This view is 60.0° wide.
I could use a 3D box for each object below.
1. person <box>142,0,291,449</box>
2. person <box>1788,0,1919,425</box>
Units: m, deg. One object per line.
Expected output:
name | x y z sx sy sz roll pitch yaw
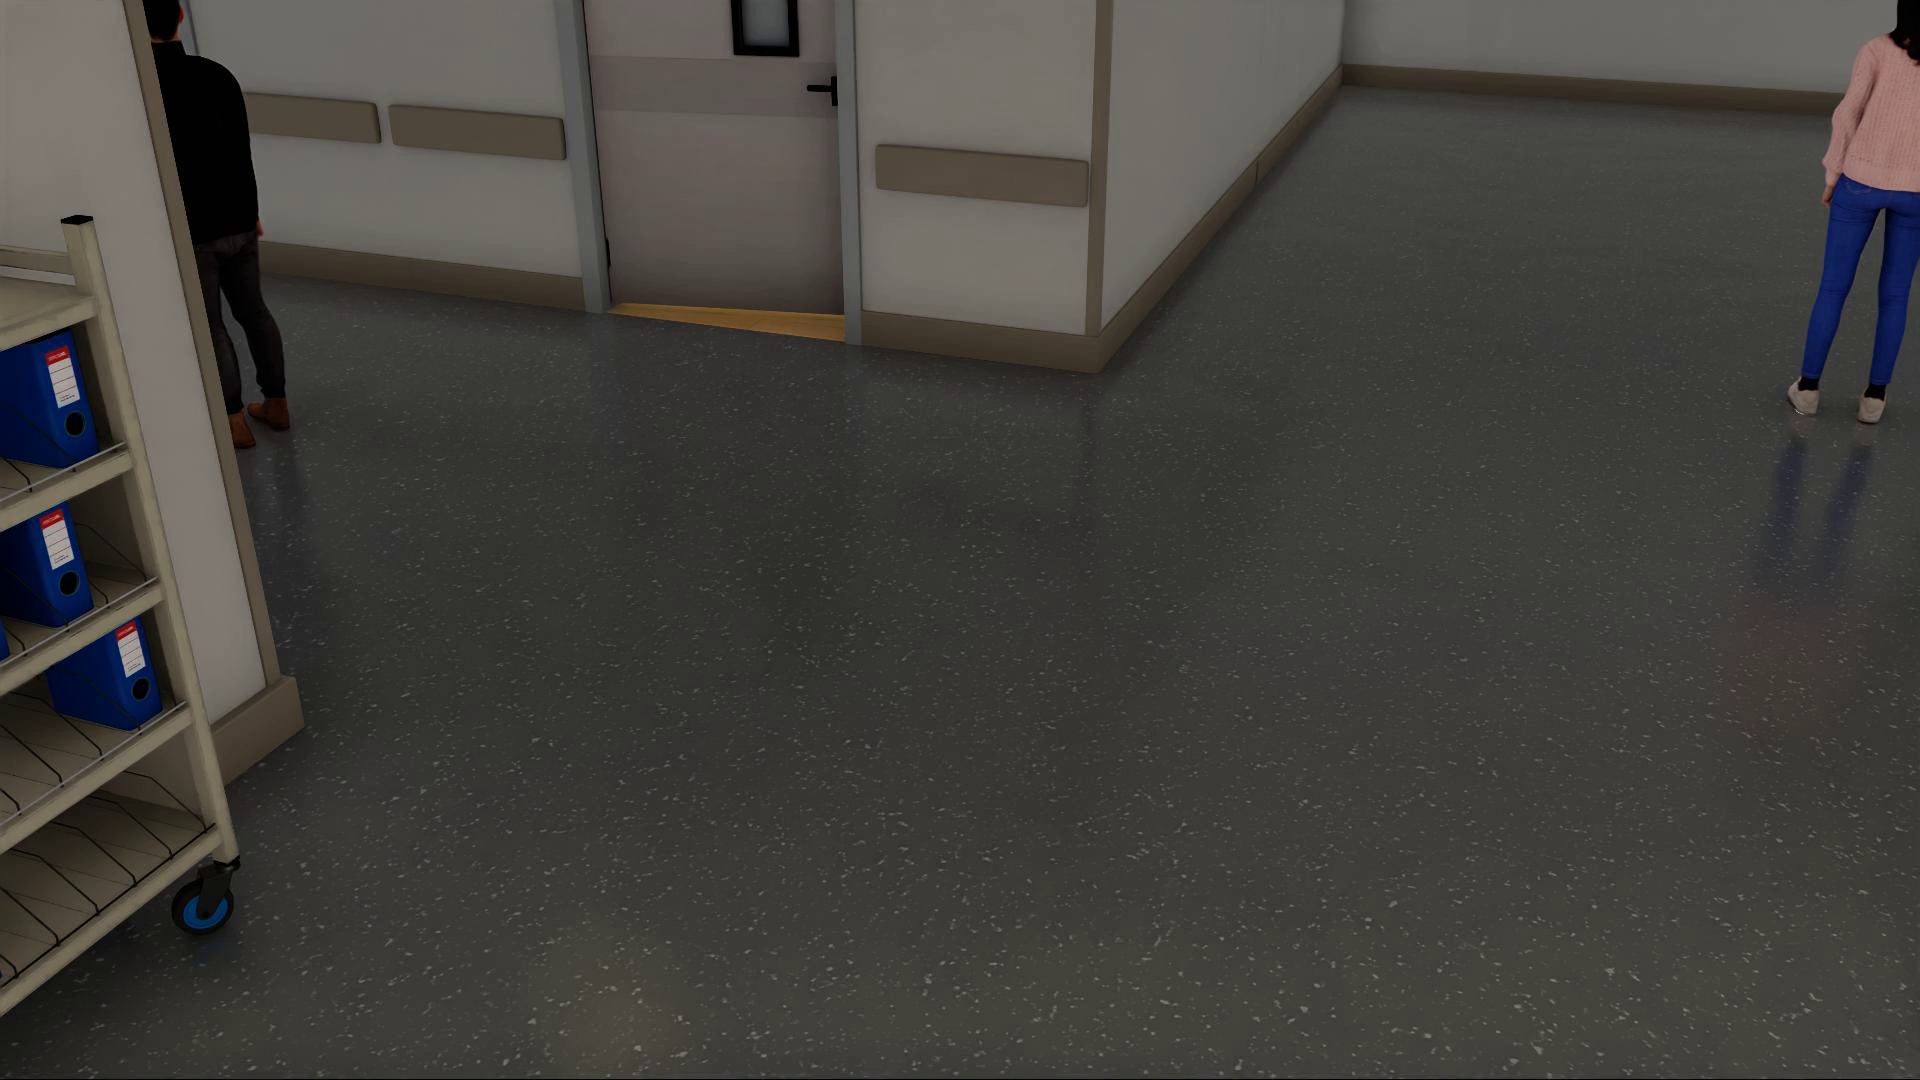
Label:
person | -2.781 -1.189 6.110 0.739 1.722 0.530 14 29 26
person | 3.532 -1.319 6.329 0.640 1.766 0.539 10 28 20
